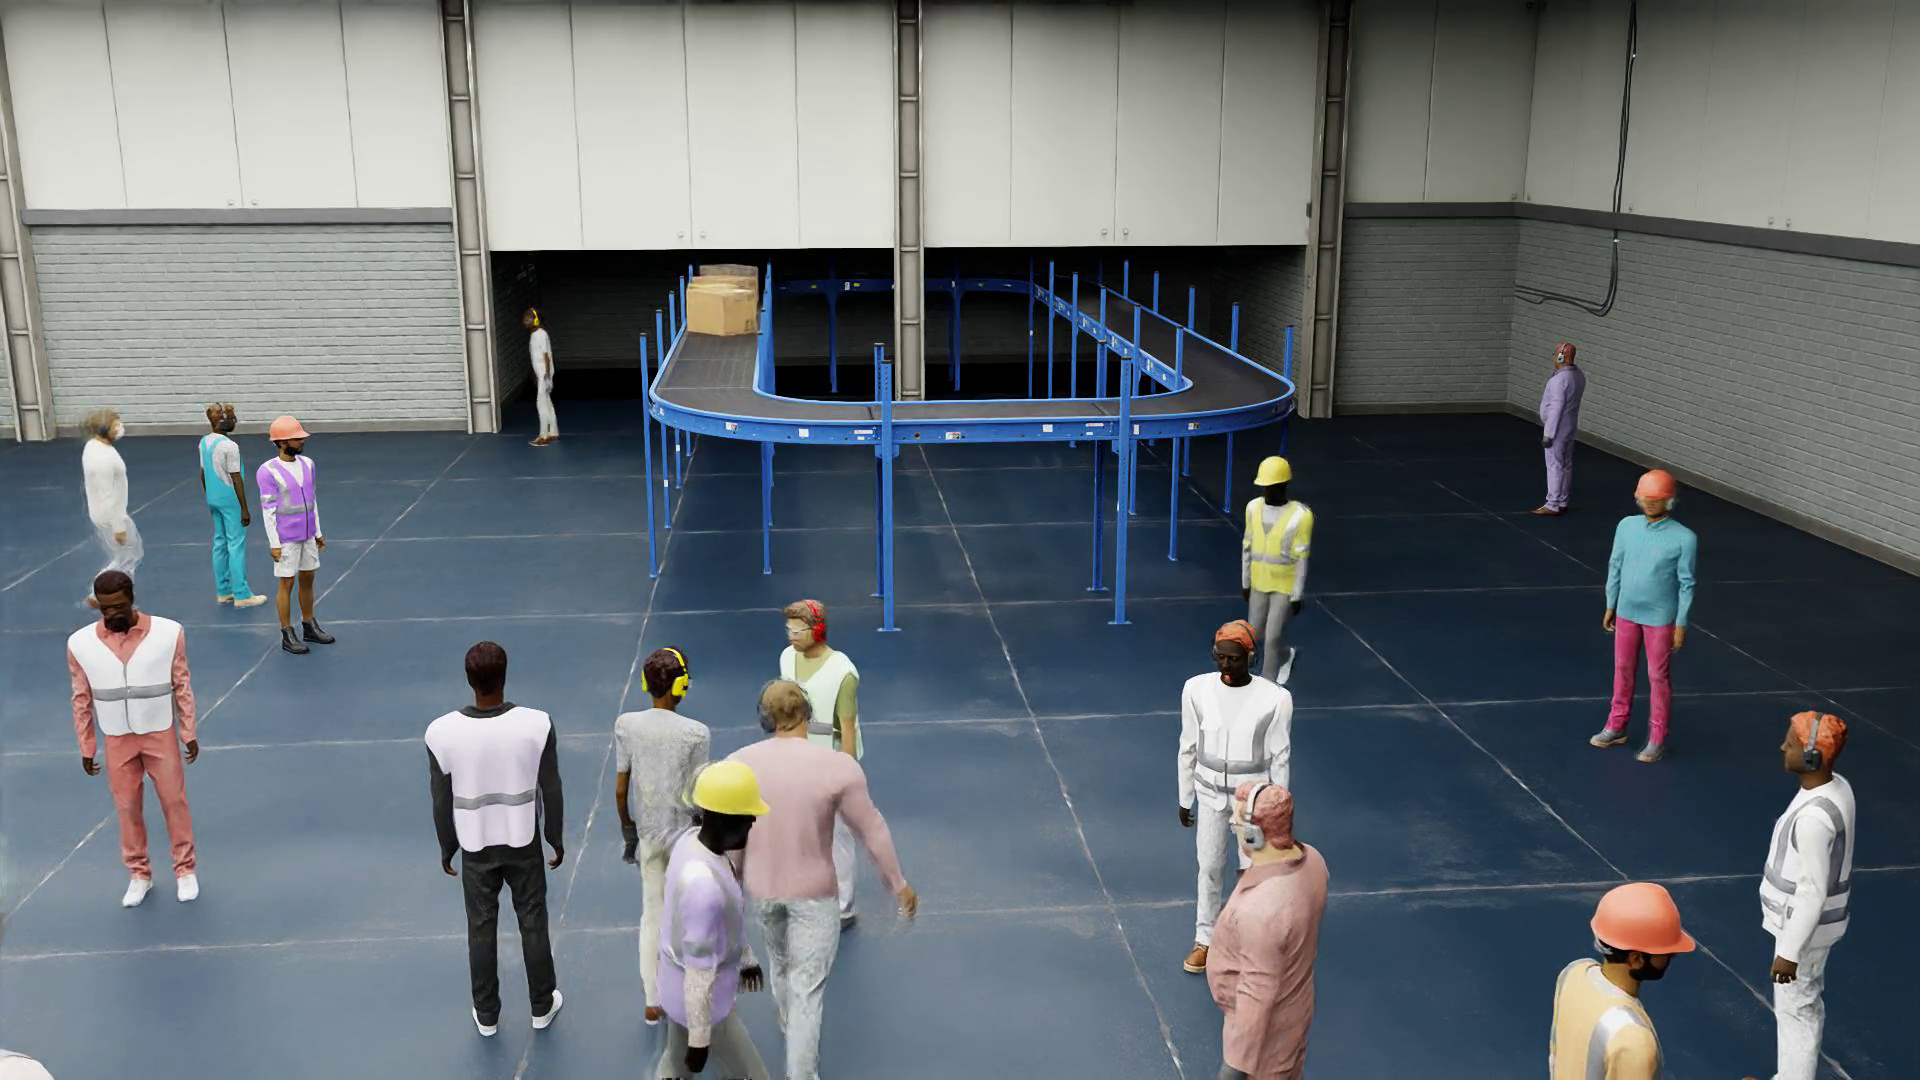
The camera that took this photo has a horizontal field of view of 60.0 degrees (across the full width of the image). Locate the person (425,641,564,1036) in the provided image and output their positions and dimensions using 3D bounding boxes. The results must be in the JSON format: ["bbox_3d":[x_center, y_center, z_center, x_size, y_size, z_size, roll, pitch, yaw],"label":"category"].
[{"bbox_3d":[-2.154,1.401,7.791,0.592,1.922,0.392,-3,14,-12],"label":"person"}]

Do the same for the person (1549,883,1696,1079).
[{"bbox_3d":[2.095,1.999,5.366,0.361,1.935,0.553,-1,14,-2],"label":"person"}]

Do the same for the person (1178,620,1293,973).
[{"bbox_3d":[1.358,1.299,8.302,0.568,1.878,0.351,7,15,25],"label":"person"}]

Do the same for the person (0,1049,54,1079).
[{"bbox_3d":[-2.873,2.065,4.893,0.675,2.000,0.536,-1,14,-6],"label":"person"}]

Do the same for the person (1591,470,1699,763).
[{"bbox_3d":[4.627,0.506,11.249,0.420,1.984,0.631,-10,17,-34],"label":"person"}]

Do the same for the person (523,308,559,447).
[{"bbox_3d":[-5.650,-2.179,22.288,0.545,1.845,0.625,-8,16,-28],"label":"person"}]

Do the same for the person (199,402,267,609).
[{"bbox_3d":[-6.502,-0.309,14.787,0.516,1.844,0.329,9,17,32],"label":"person"}]

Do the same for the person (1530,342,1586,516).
[{"bbox_3d":[6.580,-1.219,18.305,0.409,1.907,0.651,12,18,39],"label":"person"}]

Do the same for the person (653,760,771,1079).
[{"bbox_3d":[-0.886,1.745,6.483,0.904,1.877,0.619,-4,14,-14],"label":"person"}]

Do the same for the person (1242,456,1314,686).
[{"bbox_3d":[2.348,0.302,12.239,0.655,1.905,0.590,-13,19,-42],"label":"person"}]

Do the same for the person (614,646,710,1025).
[{"bbox_3d":[-1.374,1.410,7.877,0.520,1.865,0.335,4,15,17],"label":"person"}]

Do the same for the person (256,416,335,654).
[{"bbox_3d":[-5.412,-0.051,13.561,0.352,1.941,0.545,6,15,23],"label":"person"}]

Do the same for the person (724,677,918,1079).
[{"bbox_3d":[-0.634,1.539,7.308,0.820,1.883,0.862,4,14,14],"label":"person"}]

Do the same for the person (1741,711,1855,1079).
[{"bbox_3d":[3.529,1.621,6.987,0.349,1.882,0.577,9,17,33],"label":"person"}]

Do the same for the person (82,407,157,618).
[{"bbox_3d":[-7.168,-0.176,14.088,0.469,1.924,0.637,-8,16,-30],"label":"person"}]

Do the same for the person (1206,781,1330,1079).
[{"bbox_3d":[1.116,1.803,6.228,0.406,1.902,0.636,7,16,27],"label":"person"}]

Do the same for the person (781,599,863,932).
[{"bbox_3d":[-0.735,1.189,8.829,0.400,1.834,0.567,-13,19,-41],"label":"person"}]

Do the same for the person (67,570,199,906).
[{"bbox_3d":[-4.520,1.071,9.147,0.604,1.906,0.405,-5,15,-18],"label":"person"}]
